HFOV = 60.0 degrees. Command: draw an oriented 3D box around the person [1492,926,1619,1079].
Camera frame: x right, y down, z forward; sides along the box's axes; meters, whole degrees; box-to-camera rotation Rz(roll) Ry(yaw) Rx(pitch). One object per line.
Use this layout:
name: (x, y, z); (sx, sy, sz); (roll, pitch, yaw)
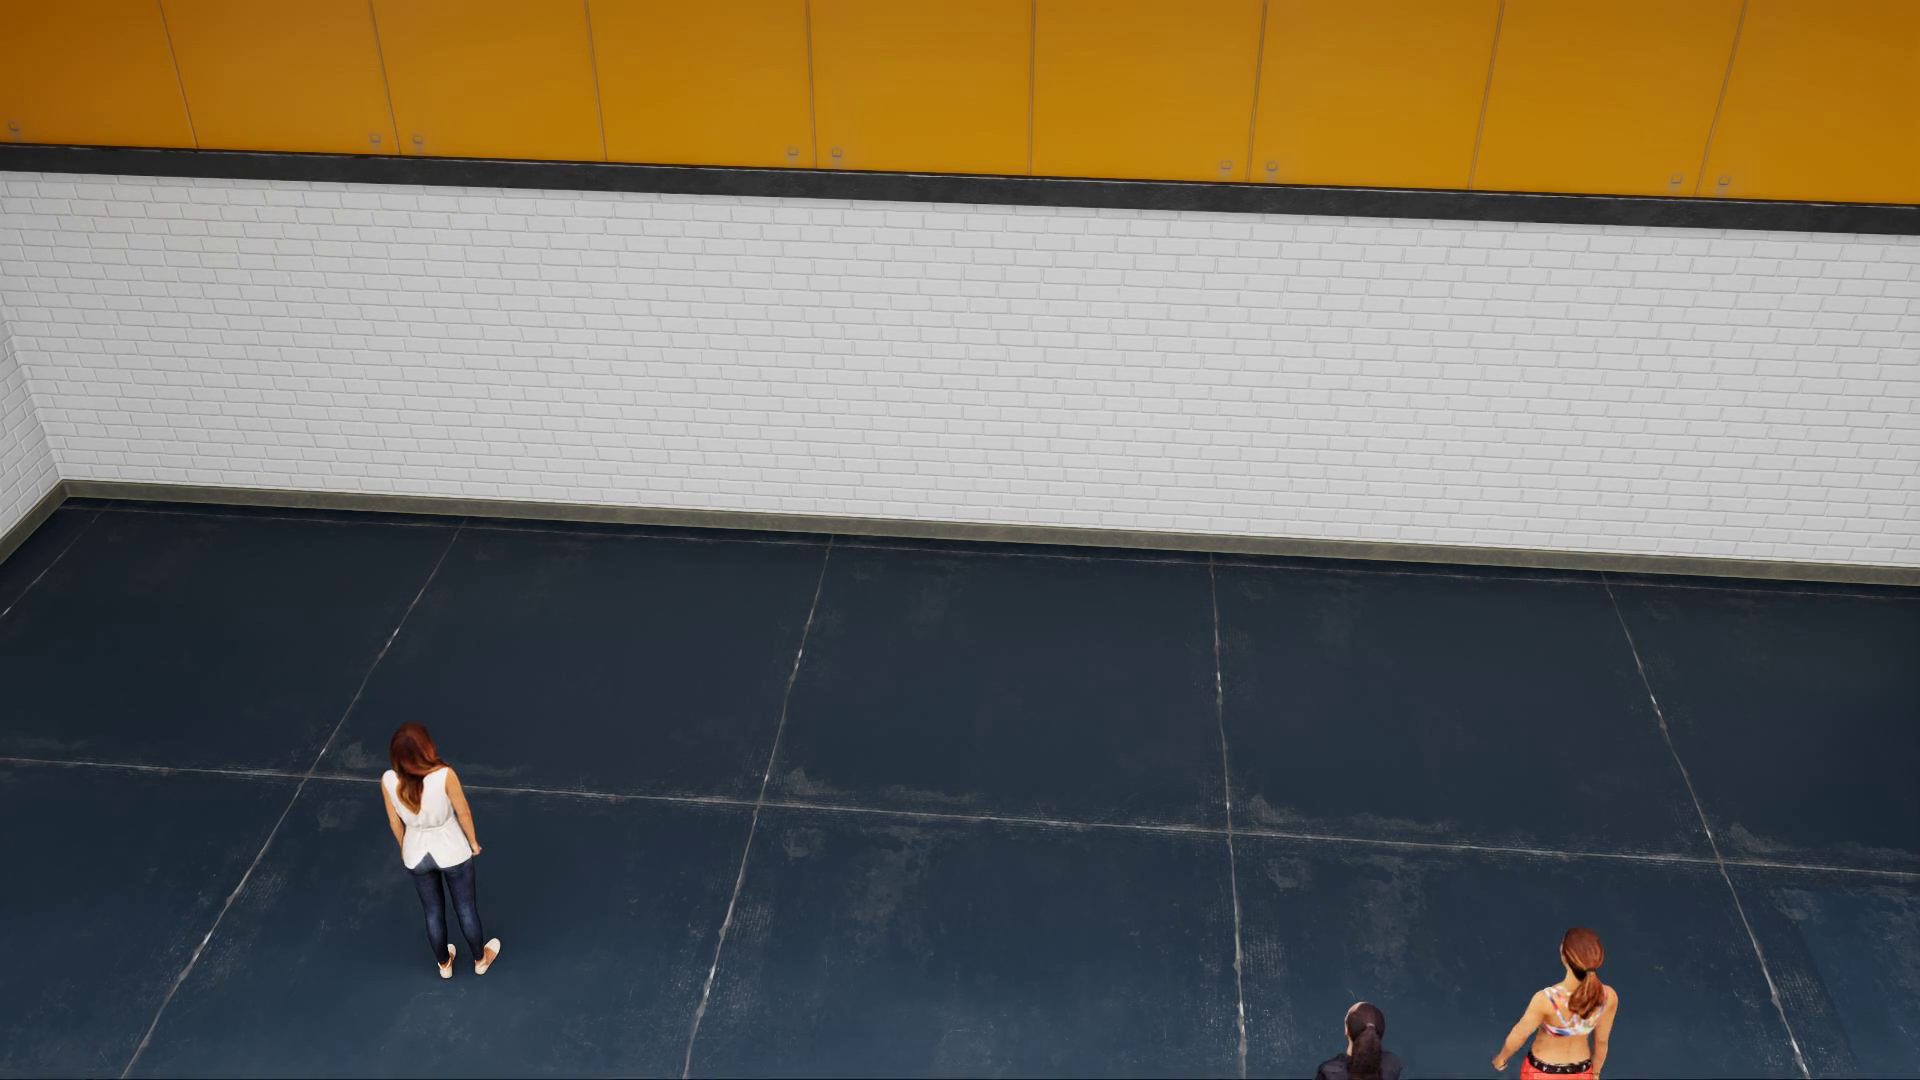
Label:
person: (2.799, 2.578, 7.752); (0.710, 1.768, 0.946); (-5, 34, -7)

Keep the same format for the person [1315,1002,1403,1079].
person: (1.753, 2.793, 7.494); (0.619, 1.697, 0.637); (-3, 34, -5)

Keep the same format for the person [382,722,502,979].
person: (-2.845, 1.707, 9.048); (0.611, 1.785, 0.565); (-2, 34, -3)
